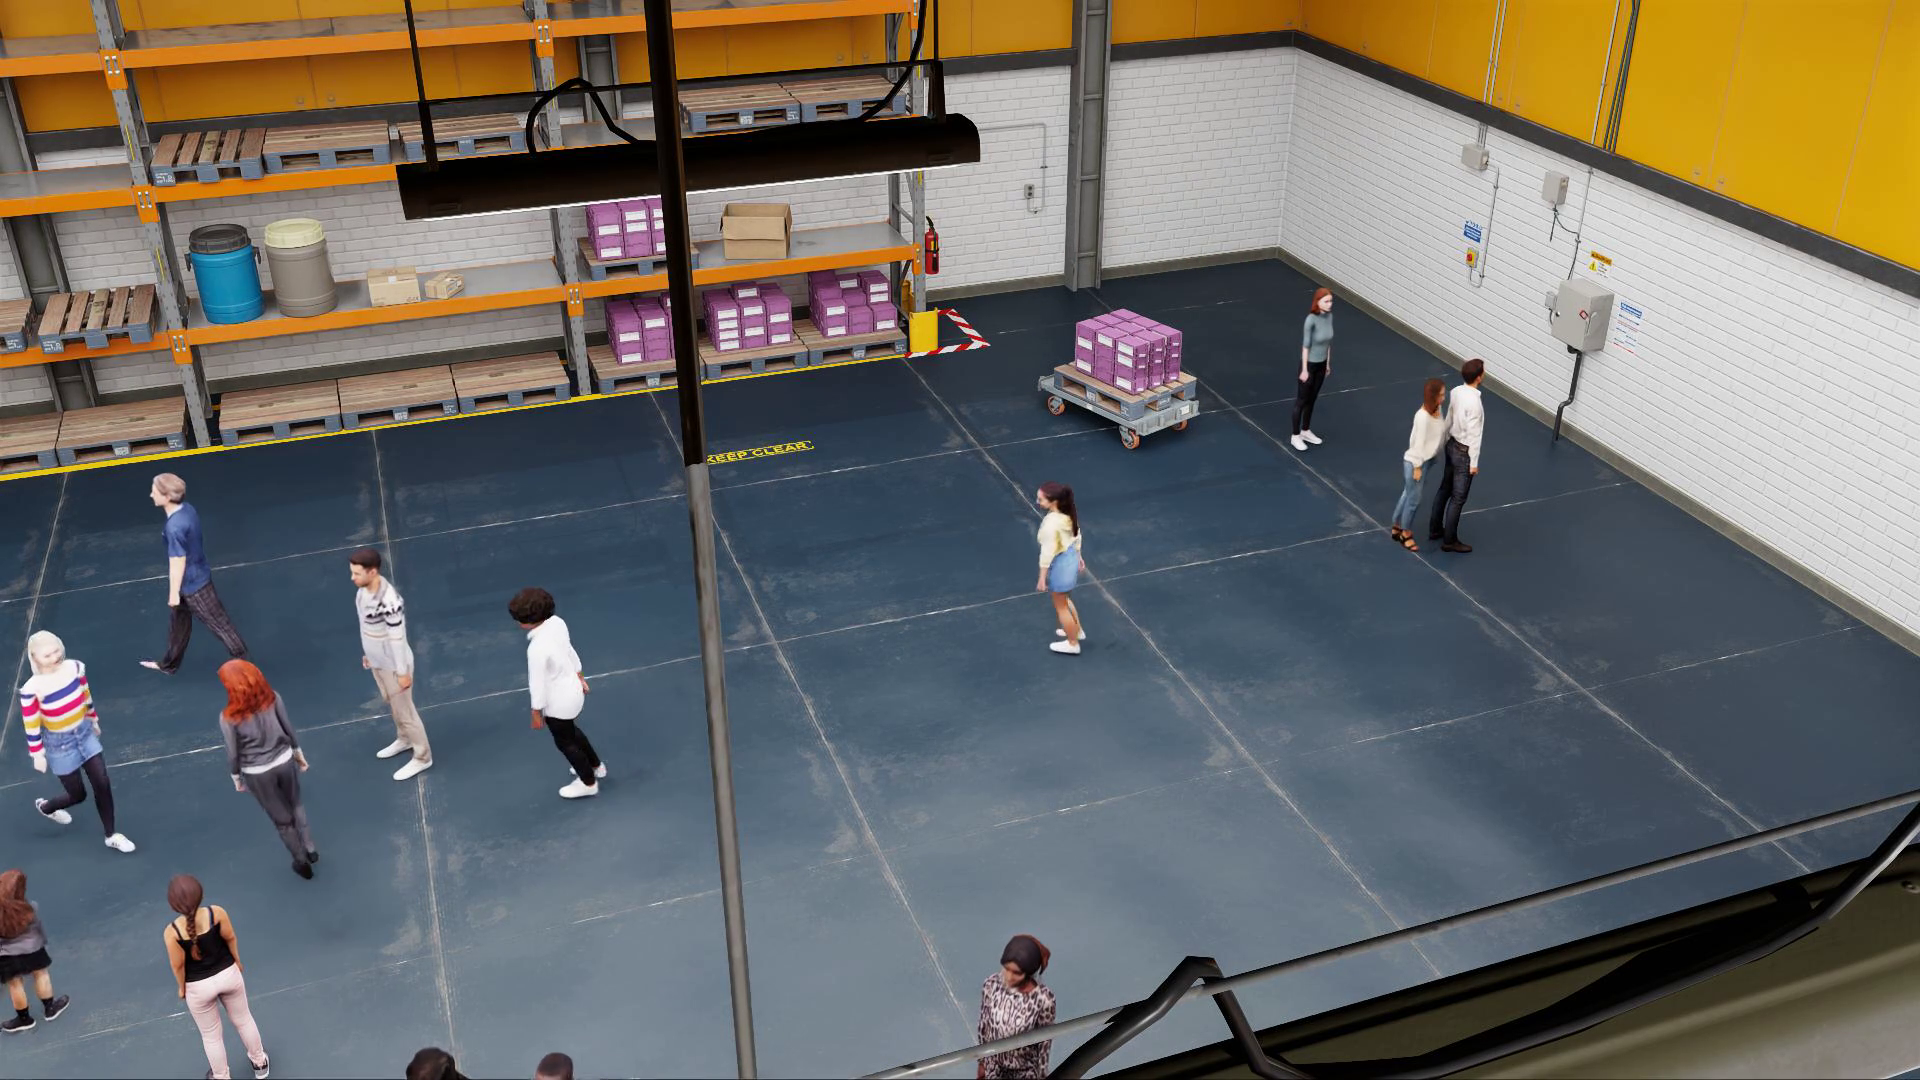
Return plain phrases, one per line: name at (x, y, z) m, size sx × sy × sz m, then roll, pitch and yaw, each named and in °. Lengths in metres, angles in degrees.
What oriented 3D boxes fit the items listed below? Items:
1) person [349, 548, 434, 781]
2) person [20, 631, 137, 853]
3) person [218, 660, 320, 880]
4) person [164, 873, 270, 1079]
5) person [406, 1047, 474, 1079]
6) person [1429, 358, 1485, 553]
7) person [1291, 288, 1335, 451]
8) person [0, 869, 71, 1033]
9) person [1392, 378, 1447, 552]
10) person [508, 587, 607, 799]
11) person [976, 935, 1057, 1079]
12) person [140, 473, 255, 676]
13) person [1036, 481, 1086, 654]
person at (-4.185, 0.864, 12.238) m, size 0.673 × 1.853 × 0.741 m, roll -19°, pitch 34°, yaw -31°
person at (-6.151, 1.368, 11.383) m, size 1.101 × 1.788 × 1.042 m, roll 11°, pitch 30°, yaw 19°
person at (-4.535, 1.580, 11.024) m, size 0.636 × 1.760 × 0.765 m, roll -24°, pitch 36°, yaw -36°
person at (-4.271, 2.520, 9.505) m, size 0.550 × 1.564 × 0.652 m, roll -22°, pitch 35°, yaw -34°
person at (-2.501, 3.151, 8.284) m, size 0.554 × 1.626 × 0.666 m, roll -3°, pitch 29°, yaw -6°
person at (4.592, -0.791, 15.255) m, size 0.582 × 1.871 × 0.698 m, roll -5°, pitch 29°, yaw -9°
person at (3.662, -1.785, 17.212) m, size 0.563 × 1.742 × 0.708 m, roll -21°, pitch 35°, yaw -33°
person at (-5.729, 2.498, 10.050) m, size 0.653 × 1.081 × 0.483 m, roll 21°, pitch 35°, yaw 33°
person at (4.230, -0.722, 15.337) m, size 0.809 × 1.670 × 0.710 m, roll 14°, pitch 31°, yaw 23°
person at (-2.806, 1.095, 11.896) m, size 0.828 × 1.776 × 0.811 m, roll 9°, pitch 30°, yaw 16°
person at (0.296, 2.796, 8.841) m, size 0.685 × 1.715 × 0.740 m, roll 15°, pitch 32°, yaw 25°
person at (-6.011, 0.319, 13.254) m, size 1.072 × 1.837 × 0.685 m, roll -9°, pitch 30°, yaw -16°
person at (0.880, 0.237, 13.660) m, size 0.822 × 1.592 × 0.774 m, roll 18°, pitch 33°, yaw 29°
